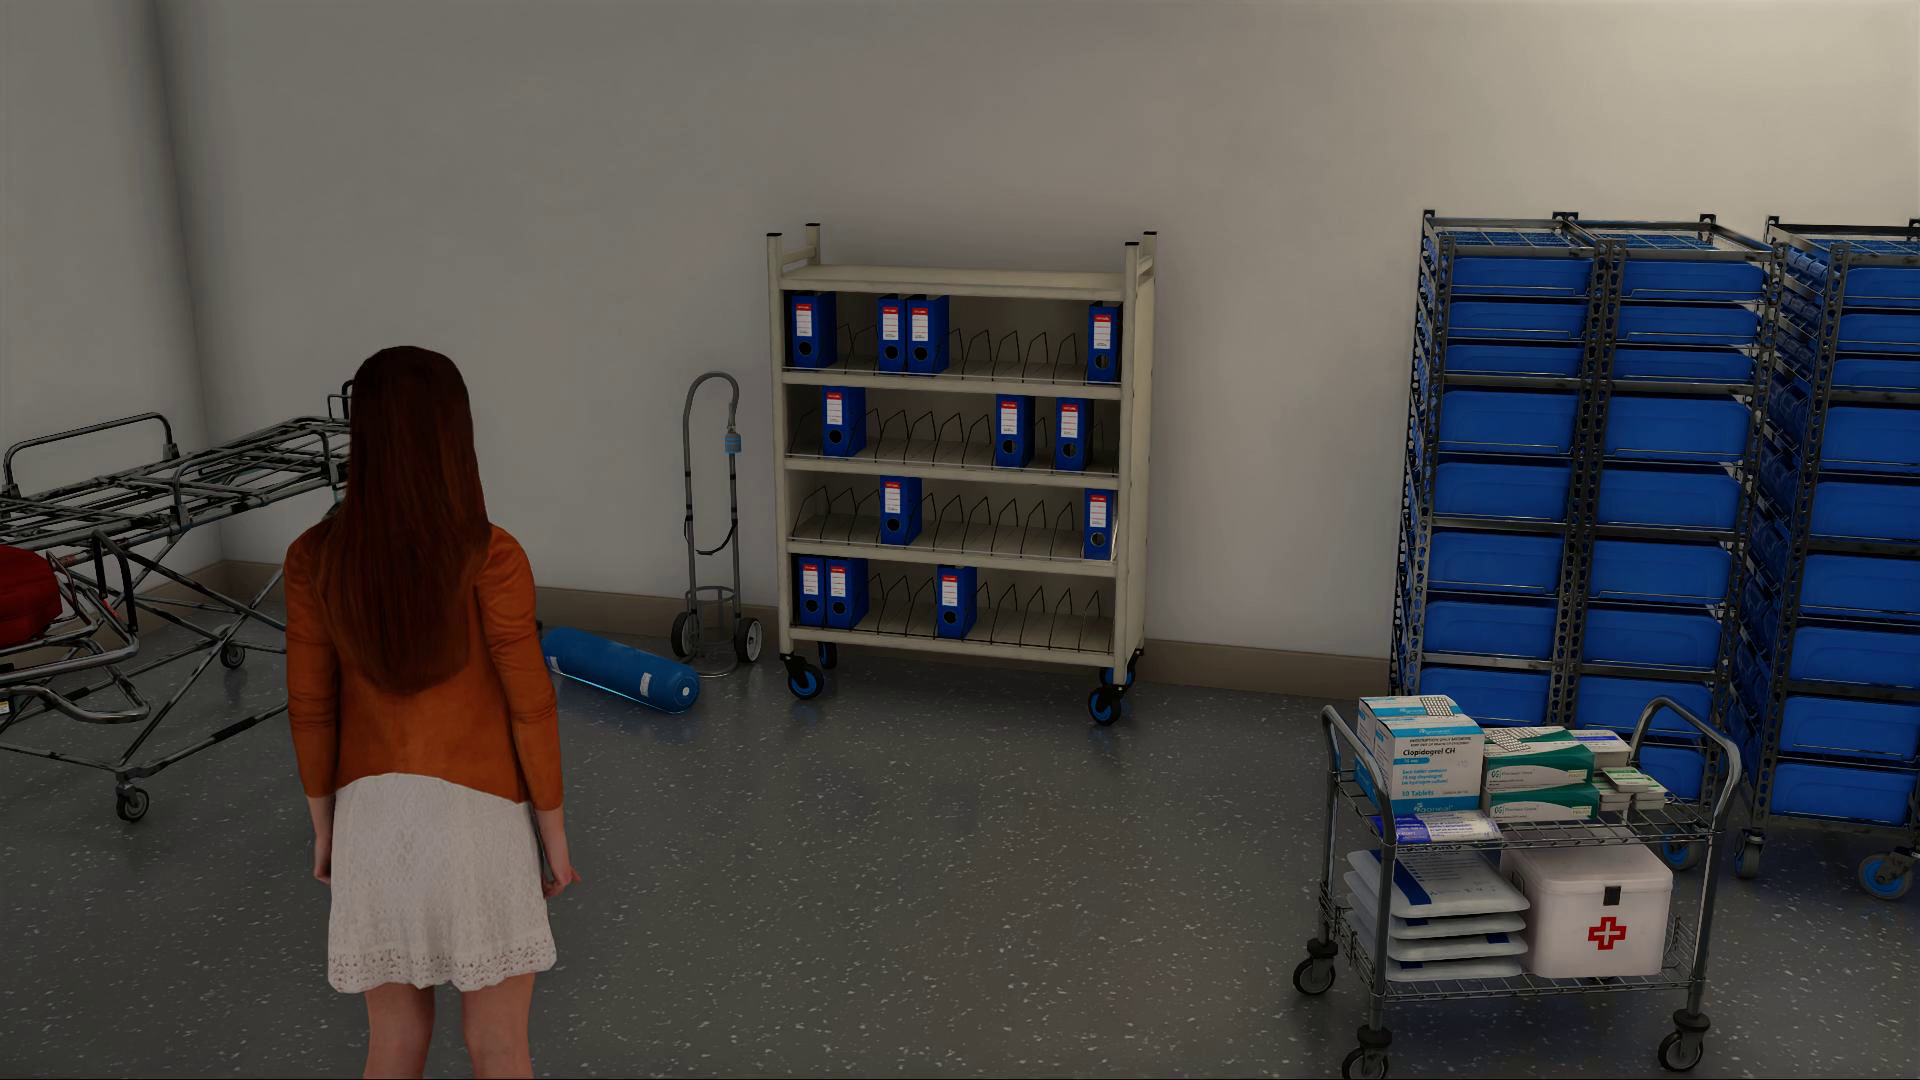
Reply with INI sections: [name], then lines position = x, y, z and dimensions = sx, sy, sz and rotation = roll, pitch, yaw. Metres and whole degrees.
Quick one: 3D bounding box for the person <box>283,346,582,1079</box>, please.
[person]
position = -0.924, 0.520, 2.916
dimensions = 0.668, 1.716, 0.628
rotation = 1, 16, 4
